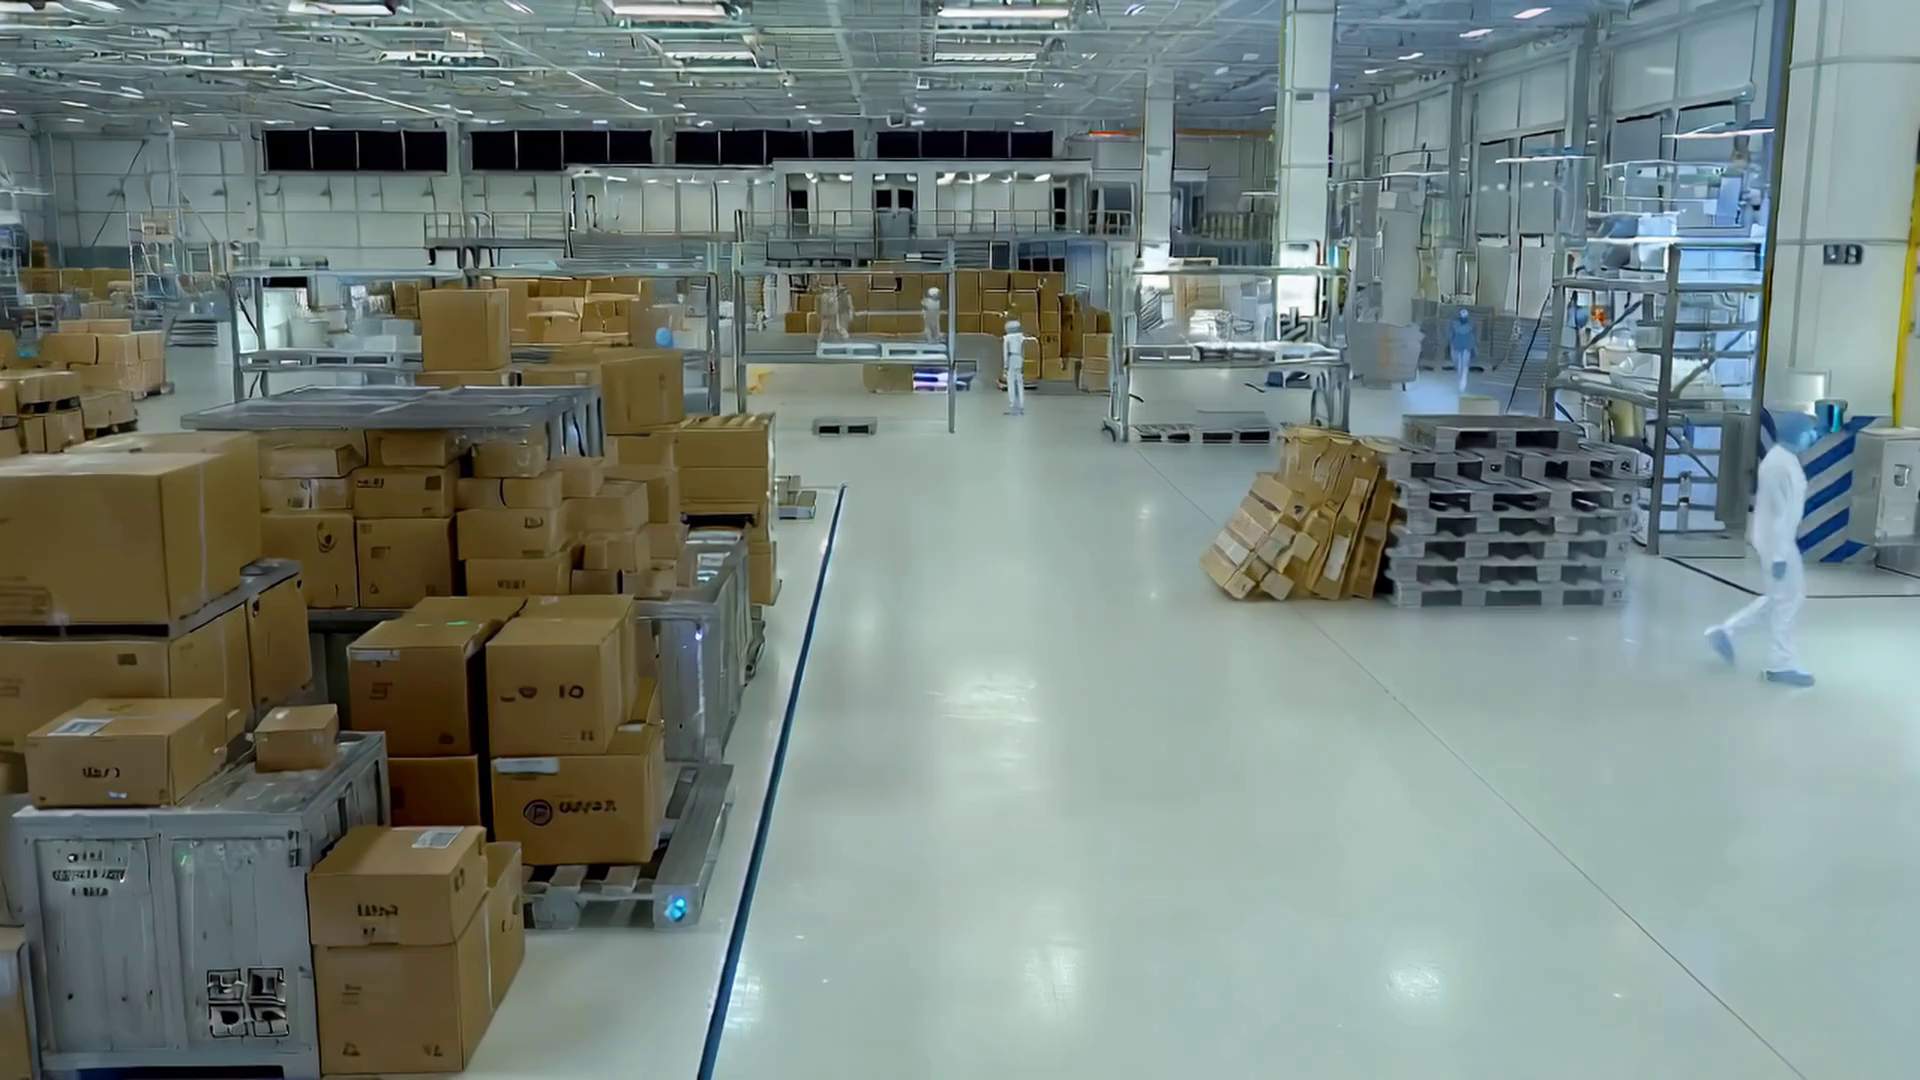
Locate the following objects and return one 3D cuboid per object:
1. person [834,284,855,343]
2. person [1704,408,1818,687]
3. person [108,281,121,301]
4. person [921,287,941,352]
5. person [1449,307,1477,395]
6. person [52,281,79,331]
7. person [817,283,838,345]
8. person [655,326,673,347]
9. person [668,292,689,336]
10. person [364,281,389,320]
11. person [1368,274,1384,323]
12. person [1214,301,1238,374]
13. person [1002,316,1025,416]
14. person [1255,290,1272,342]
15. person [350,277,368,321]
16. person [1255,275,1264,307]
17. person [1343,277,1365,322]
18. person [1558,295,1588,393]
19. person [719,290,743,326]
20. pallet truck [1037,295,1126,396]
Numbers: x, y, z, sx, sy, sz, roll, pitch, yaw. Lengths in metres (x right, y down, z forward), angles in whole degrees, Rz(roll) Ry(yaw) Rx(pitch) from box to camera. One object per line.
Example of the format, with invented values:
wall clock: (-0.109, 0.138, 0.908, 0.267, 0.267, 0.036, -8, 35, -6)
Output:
person: (-3.513, -6.672, 49.192, 0.656, 1.791, 0.943, -9, 13, -40)
person: (5.565, 0.043, 11.416, 0.619, 1.918, 0.640, 5, 11, 25)
person: (-27.282, -7.455, 53.638, 0.555, 1.745, 0.551, 7, 12, 34)
person: (-0.738, -5.288, 41.110, 0.655, 1.919, 0.511, -9, 14, -41)
person: (10.058, -3.793, 33.280, 0.515, 1.735, 0.728, 4, 11, 21)
person: (-23.328, -5.776, 43.495, 0.536, 2.000, 0.746, 3, 11, 15)
person: (-3.827, -6.505, 48.080, 0.612, 1.871, 1.037, -10, 14, -43)
person: (-4.205, -2.127, 23.714, 0.515, 1.843, 0.326, -3, 11, -17)
person: (-6.550, -4.899, 39.140, 0.577, 1.843, 0.687, 4, 11, 20)
person: (-14.955, -5.588, 42.545, 0.631, 2.007, 0.920, -1, 10, -5)
person: (13.758, -7.792, 54.923, 0.614, 1.973, 0.616, -6, 12, -31)
person: (6.104, -4.636, 38.131, 0.547, 1.683, 0.369, 1, 10, 5)
person: (0.925, -3.028, 29.029, 0.485, 1.740, 0.303, -10, 14, -44)
person: (7.329, -5.035, 39.791, 0.871, 1.898, 0.597, -8, 13, -37)
person: (-20.291, -7.959, 56.241, 0.580, 1.825, 1.025, 1, 10, 5)
person: (10.922, -8.848, 60.917, 0.376, 1.933, 0.544, 6, 12, 29)
person: (12.436, -7.345, 52.652, 0.606, 1.893, 0.991, 9, 14, 41)
person: (12.308, -3.941, 33.445, 0.608, 1.987, 0.402, 1, 10, 6)
person: (-5.770, -5.365, 41.814, 0.628, 1.829, 0.447, -5, 11, -24)
pallet truck: (2.483, -3.881, 33.060, 1.885, 1.965, 0.823, -7, 13, -36)
